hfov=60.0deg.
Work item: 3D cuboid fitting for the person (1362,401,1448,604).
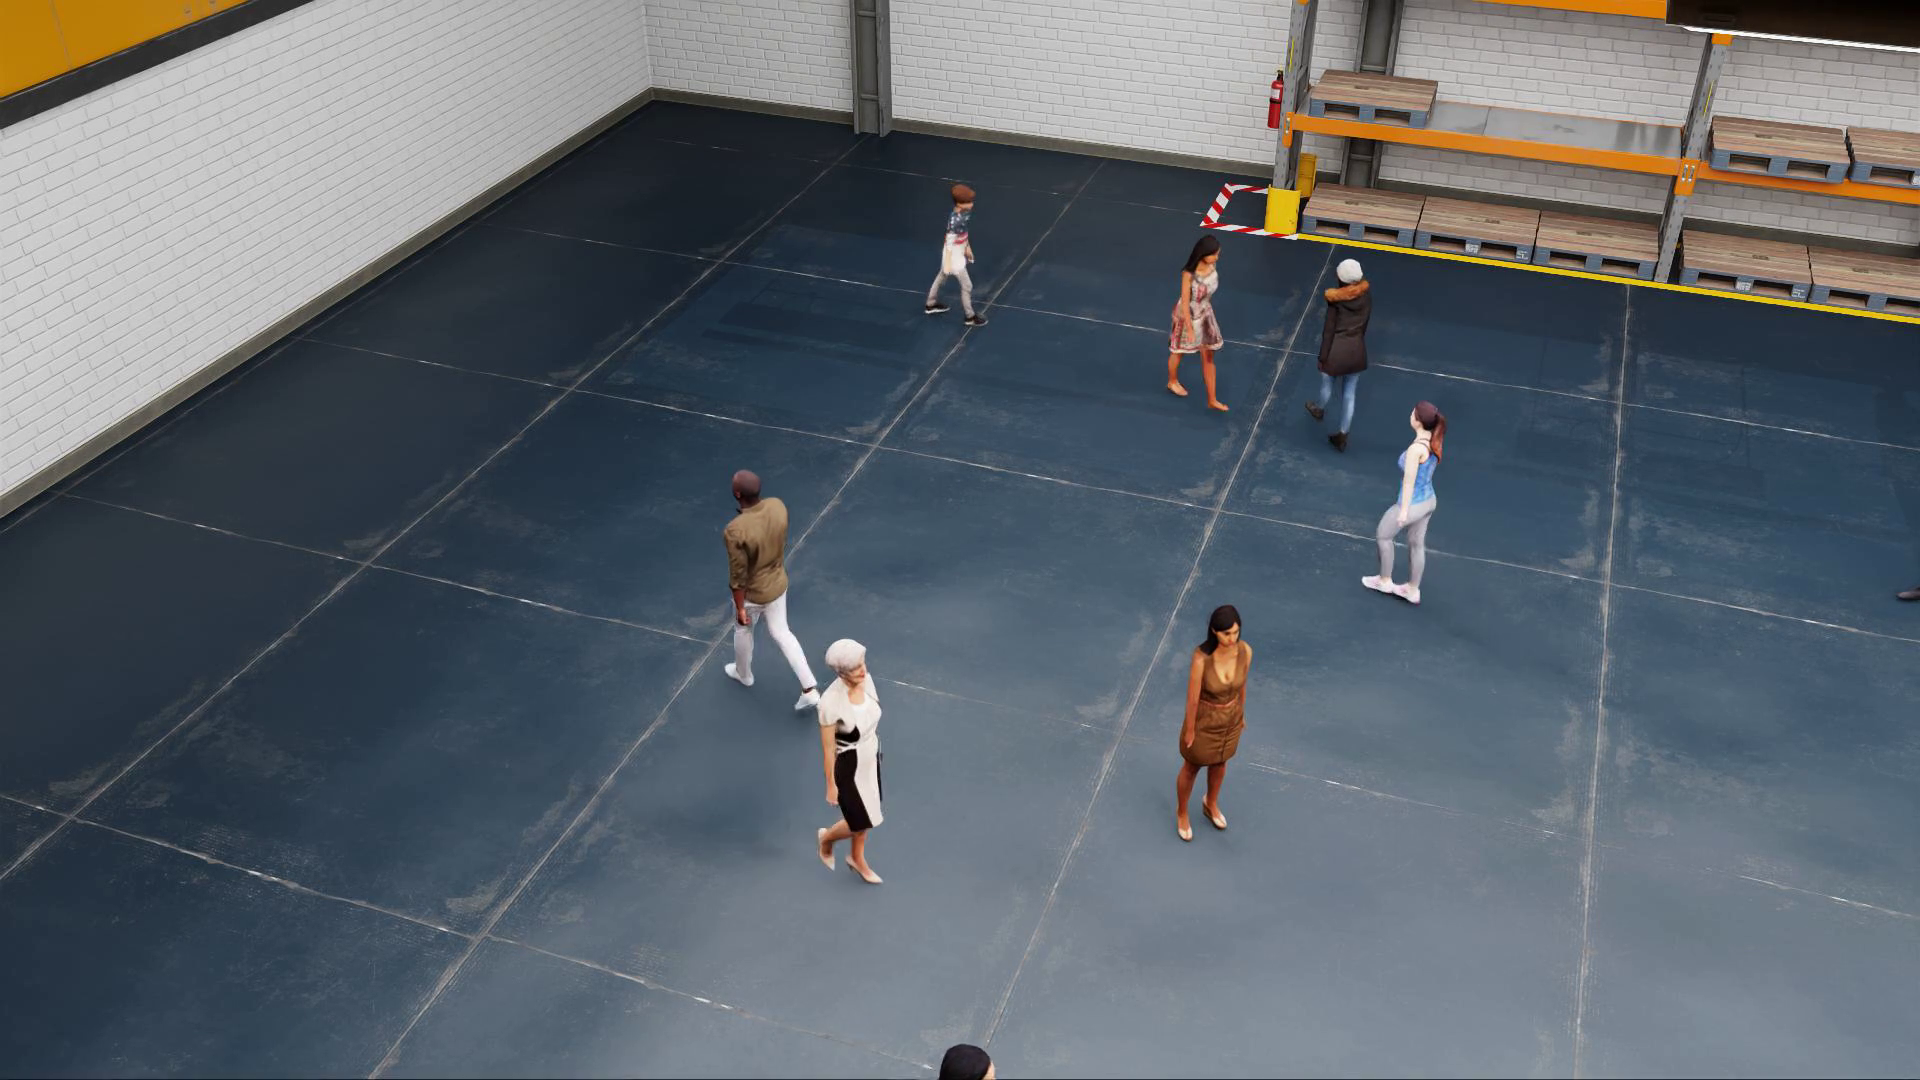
[{"bbox_3d":[3.332,-0.231,11.991,0.734,1.595,0.798,-27,42,-35],"label":"person"}]

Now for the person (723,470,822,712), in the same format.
[{"bbox_3d":[-1.248,0.358,10.927,1.261,1.793,1.022,28,43,36],"label":"person"}]

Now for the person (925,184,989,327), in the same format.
[{"bbox_3d":[-0.105,-2.738,15.944,0.926,1.395,0.675,1,34,2],"label":"person"}]

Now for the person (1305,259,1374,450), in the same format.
[{"bbox_3d":[3.250,-1.507,13.913,1.025,1.593,1.003,-9,35,-13],"label":"person"}]

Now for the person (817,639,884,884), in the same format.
[{"bbox_3d":[-0.693,1.279,9.583,0.804,1.747,0.706,18,38,25],"label":"person"}]

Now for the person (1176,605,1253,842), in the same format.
[{"bbox_3d":[1.516,1.083,9.931,0.635,1.689,0.698,-14,36,-20],"label":"person"}]

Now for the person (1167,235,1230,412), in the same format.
[{"bbox_3d":[1.979,-1.953,14.576,0.941,1.603,1.089,-24,40,-31],"label":"person"}]
